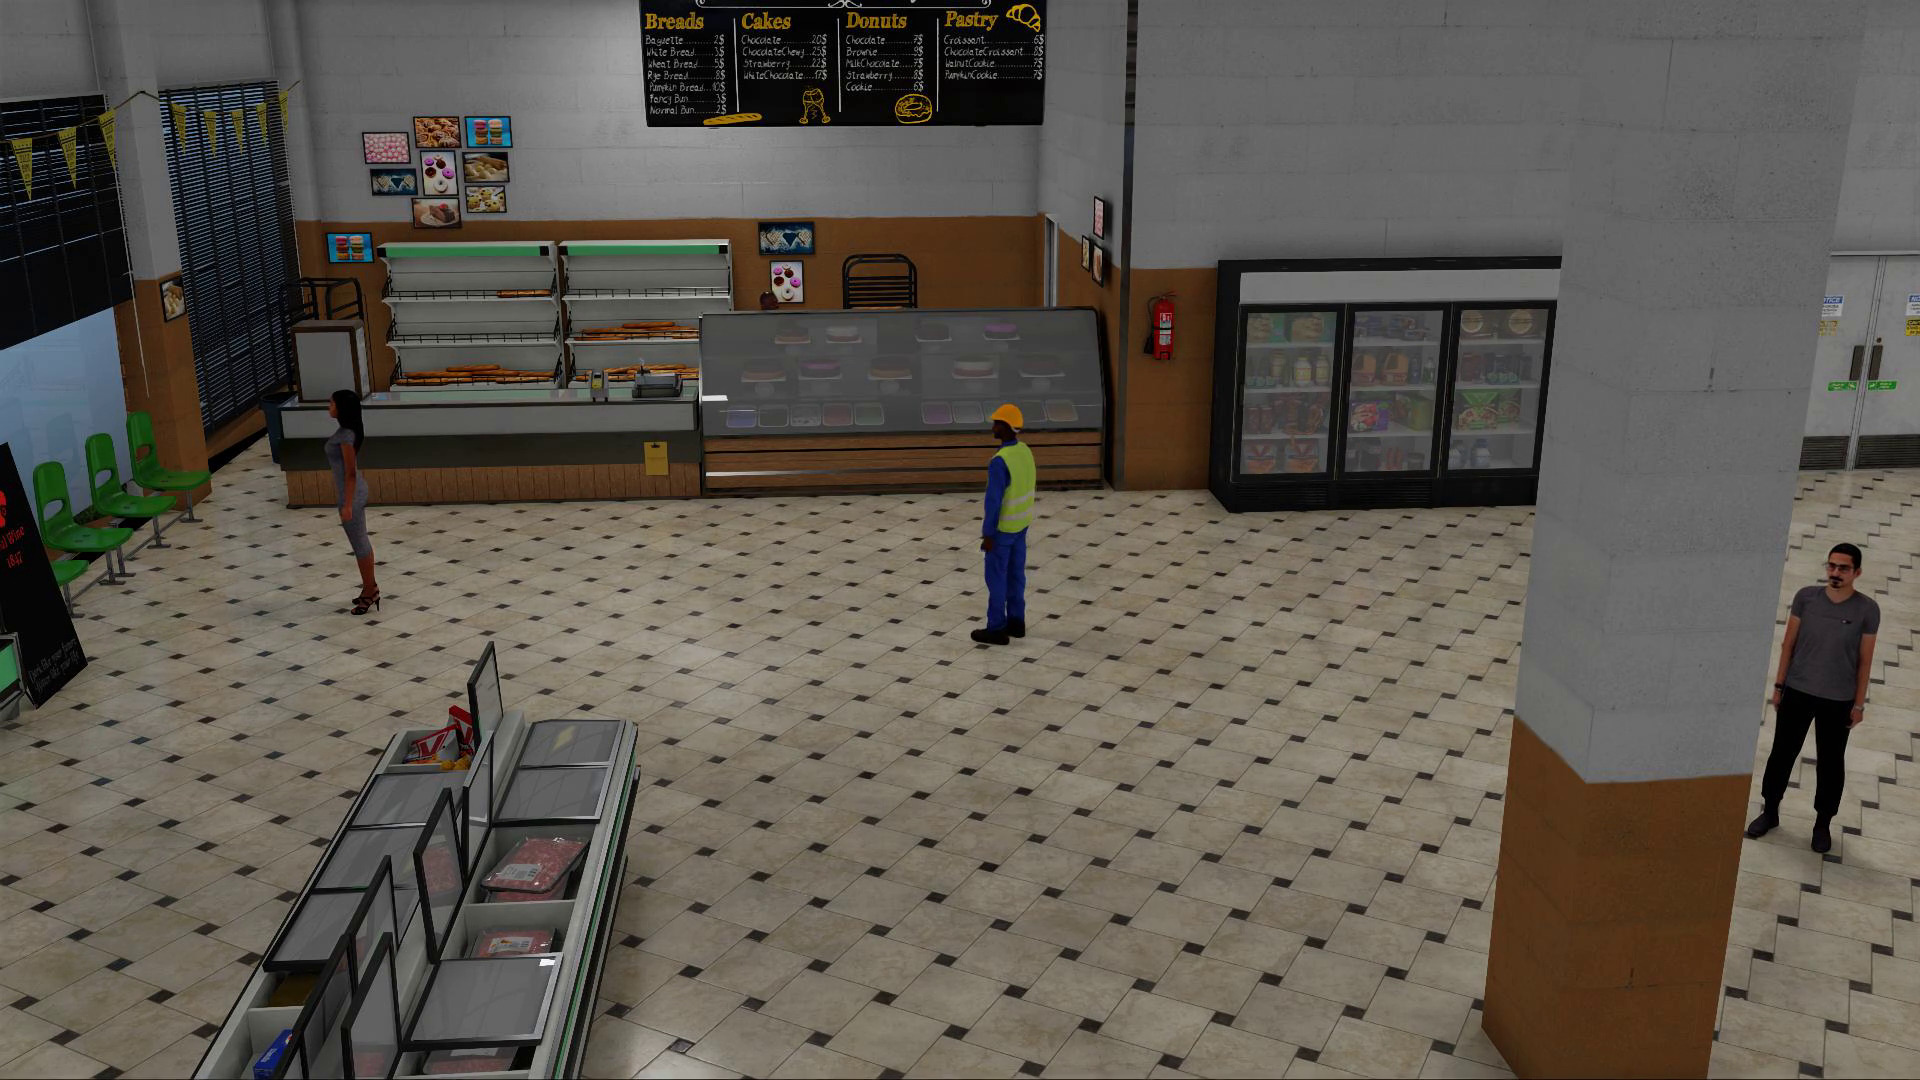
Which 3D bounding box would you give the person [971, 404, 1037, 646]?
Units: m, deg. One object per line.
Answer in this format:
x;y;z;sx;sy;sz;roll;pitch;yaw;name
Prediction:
0.375;-0.125;12.395;0.840;1.812;0.755;10;20;30;person

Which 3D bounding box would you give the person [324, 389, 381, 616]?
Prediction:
-4.749;-0.305;13.039;0.674;1.781;0.497;-4;17;-13;person

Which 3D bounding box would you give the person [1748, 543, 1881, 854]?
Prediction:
4.800;0.850;9.284;0.704;1.754;0.756;13;21;36;person
